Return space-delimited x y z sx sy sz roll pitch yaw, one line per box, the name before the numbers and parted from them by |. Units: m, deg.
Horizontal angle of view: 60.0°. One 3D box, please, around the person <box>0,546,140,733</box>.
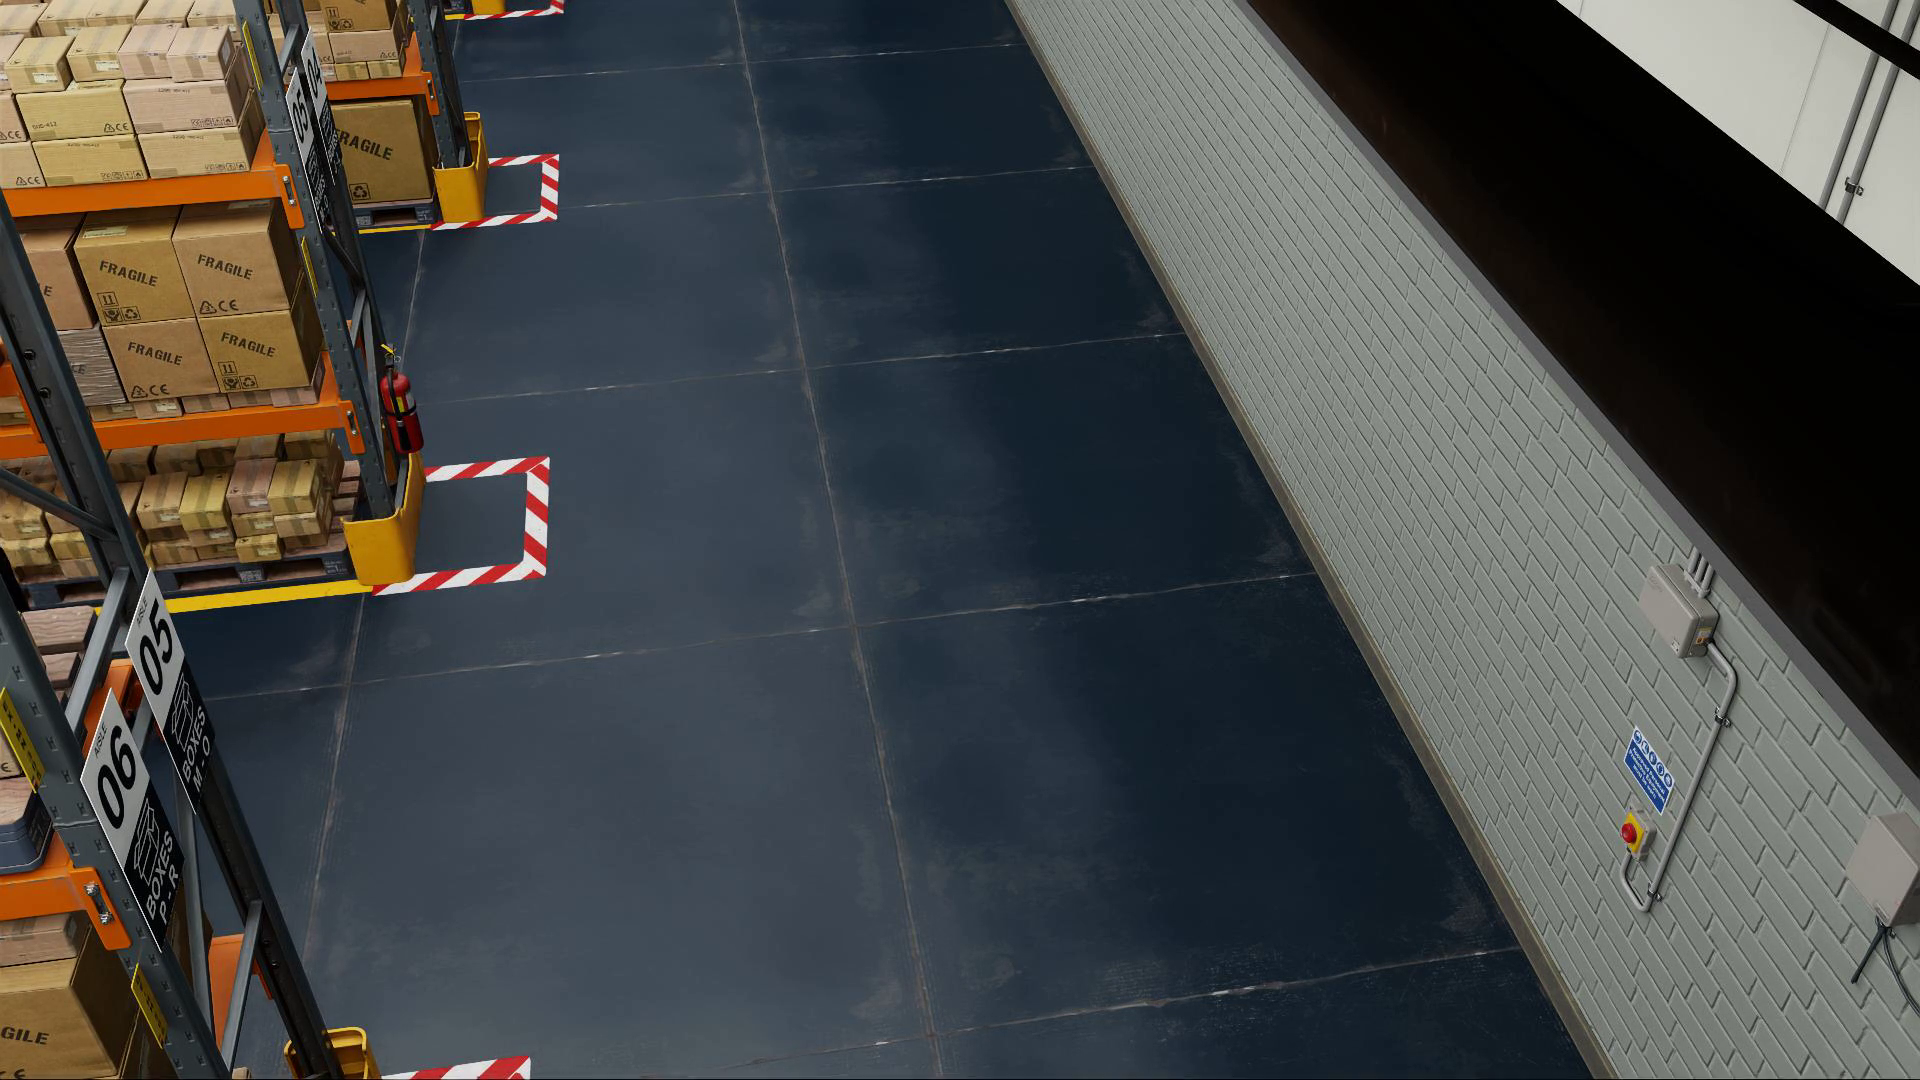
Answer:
person | -4.826 0.545 8.692 1.079 1.832 0.796 -15 40 -18
